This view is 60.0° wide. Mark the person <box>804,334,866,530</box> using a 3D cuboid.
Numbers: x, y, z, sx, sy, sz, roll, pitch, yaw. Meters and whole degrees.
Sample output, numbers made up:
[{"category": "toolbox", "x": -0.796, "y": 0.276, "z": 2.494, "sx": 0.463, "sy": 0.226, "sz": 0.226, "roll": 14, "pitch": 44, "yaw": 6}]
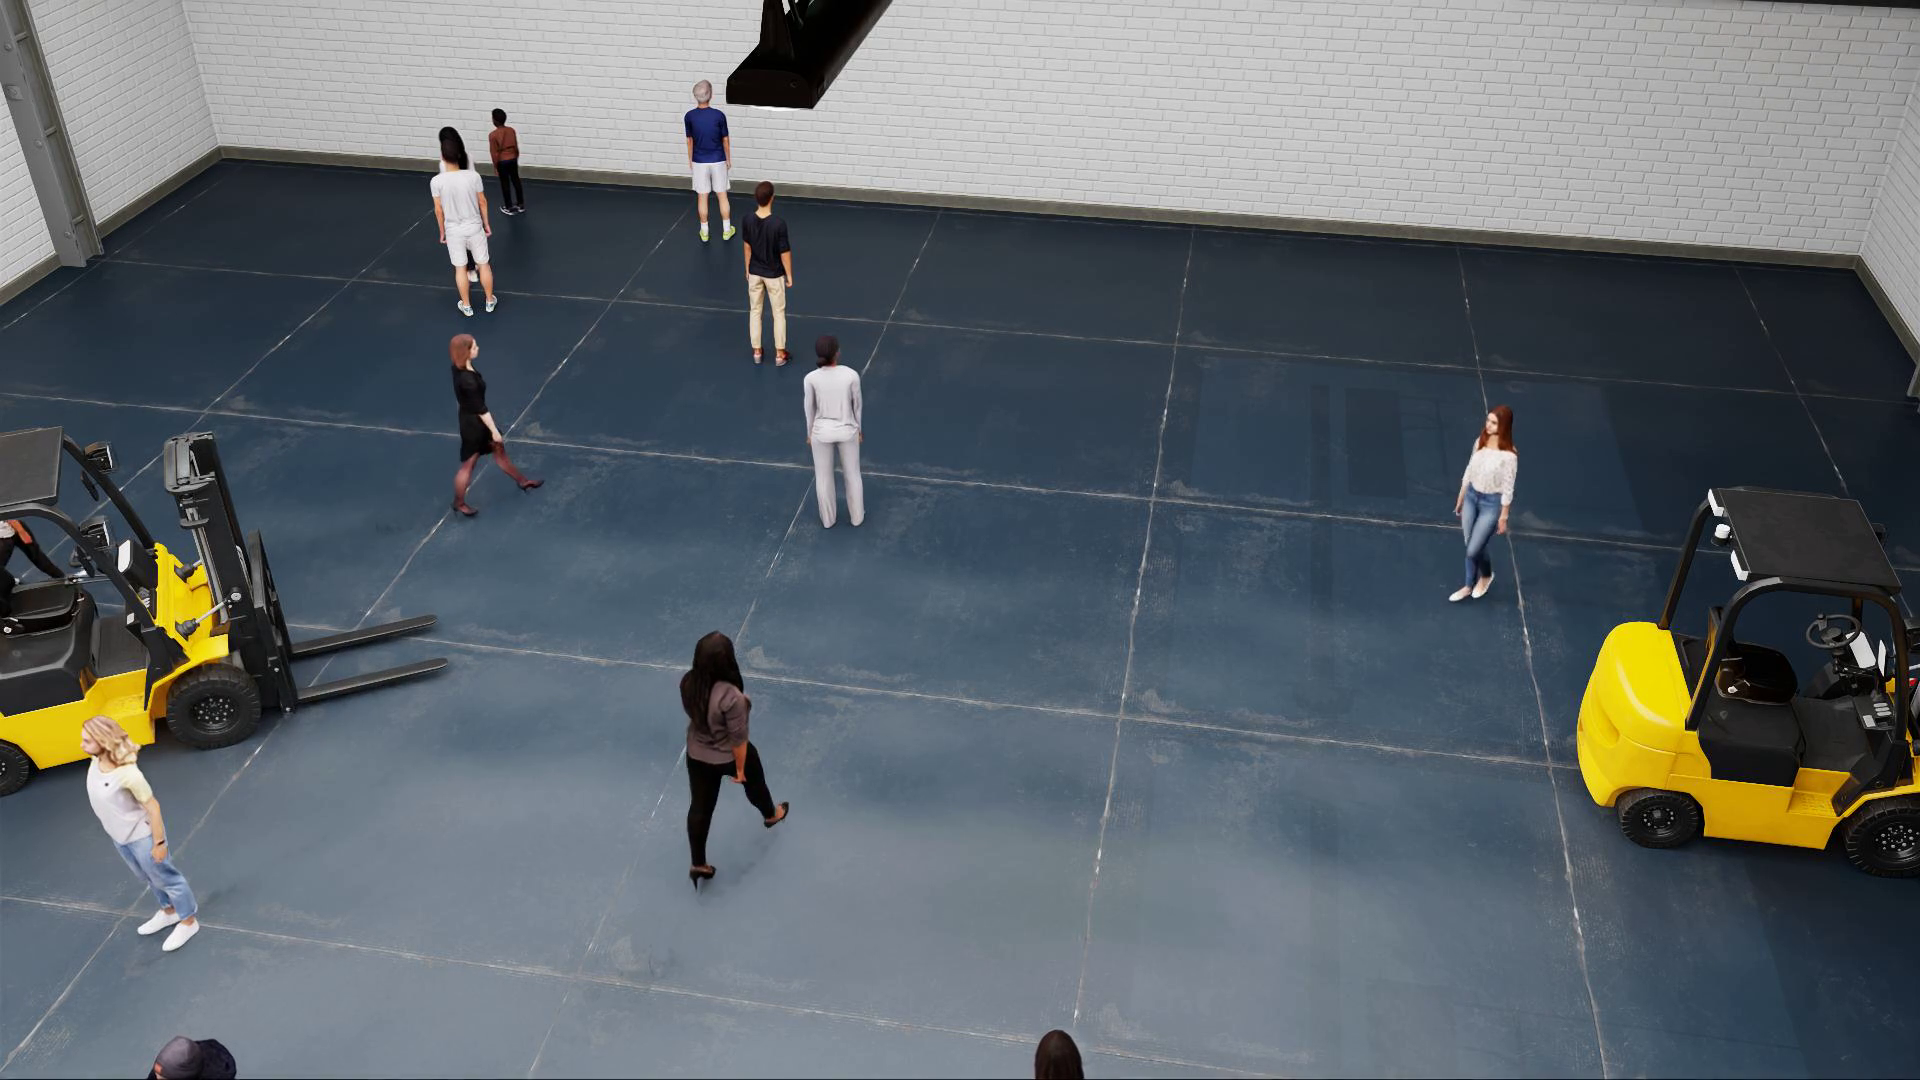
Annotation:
[{"category": "person", "x": -1.030, "y": -0.886, "z": 13.714, "sx": 0.682, "sy": 1.736, "sz": 0.634, "roll": -3, "pitch": 34, "yaw": -4}]

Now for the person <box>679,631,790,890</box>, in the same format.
[{"category": "person", "x": -1.536, "y": 1.402, "z": 10.214, "sx": 0.876, "sy": 1.800, "sz": 1.184, "roll": 15, "pitch": 37, "yaw": 22}]

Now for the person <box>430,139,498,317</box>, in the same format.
[{"category": "person", "x": -5.100, "y": -3.208, "z": 17.101, "sx": 0.770, "sy": 1.855, "sz": 0.776, "roll": -14, "pitch": 36, "yaw": -19}]

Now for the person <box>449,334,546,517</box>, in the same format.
[{"category": "person", "x": -4.117, "y": -0.899, "z": 13.796, "sx": 1.052, "sy": 1.667, "sz": 1.070, "roll": -16, "pitch": 37, "yaw": -22}]

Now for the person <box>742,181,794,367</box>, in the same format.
[{"category": "person", "x": -1.884, "y": -2.577, "z": 16.155, "sx": 0.638, "sy": 1.851, "sz": 0.538, "roll": 7, "pitch": 34, "yaw": 11}]

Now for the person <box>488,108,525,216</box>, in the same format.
[{"category": "person", "x": -5.323, "y": -4.444, "z": 19.503, "sx": 0.644, "sy": 1.253, "sz": 0.558, "roll": 29, "pitch": 43, "yaw": 36}]

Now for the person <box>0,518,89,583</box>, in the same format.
[{"category": "person", "x": -7.355, "y": -0.048, "z": 12.584, "sx": 1.148, "sy": 1.591, "sz": 1.036, "roll": -25, "pitch": 41, "yaw": -32}]

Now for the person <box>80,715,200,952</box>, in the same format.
[{"category": "person", "x": -4.845, "y": 1.714, "z": 9.815, "sx": 0.703, "sy": 1.721, "sz": 0.681, "roll": 20, "pitch": 39, "yaw": 28}]

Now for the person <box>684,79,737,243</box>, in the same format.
[{"category": "person", "x": -2.819, "y": -4.266, "z": 18.707, "sx": 0.692, "sy": 1.839, "sz": 0.649, "roll": -3, "pitch": 34, "yaw": -5}]

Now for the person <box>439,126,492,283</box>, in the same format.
[{"category": "person", "x": -5.337, "y": -3.611, "z": 17.846, "sx": 0.746, "sy": 1.701, "sz": 0.594, "roll": 17, "pitch": 37, "yaw": 24}]

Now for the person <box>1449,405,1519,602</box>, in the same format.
[{"category": "person", "x": 4.101, "y": -0.286, "z": 12.822, "sx": 0.802, "sy": 1.725, "sz": 0.735, "roll": -17, "pitch": 37, "yaw": -24}]

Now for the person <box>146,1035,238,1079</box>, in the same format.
[{"category": "person", "x": -3.557, "y": 2.965, "z": 7.976, "sx": 0.748, "sy": 1.674, "sz": 0.752, "roll": 16, "pitch": 37, "yaw": 22}]
